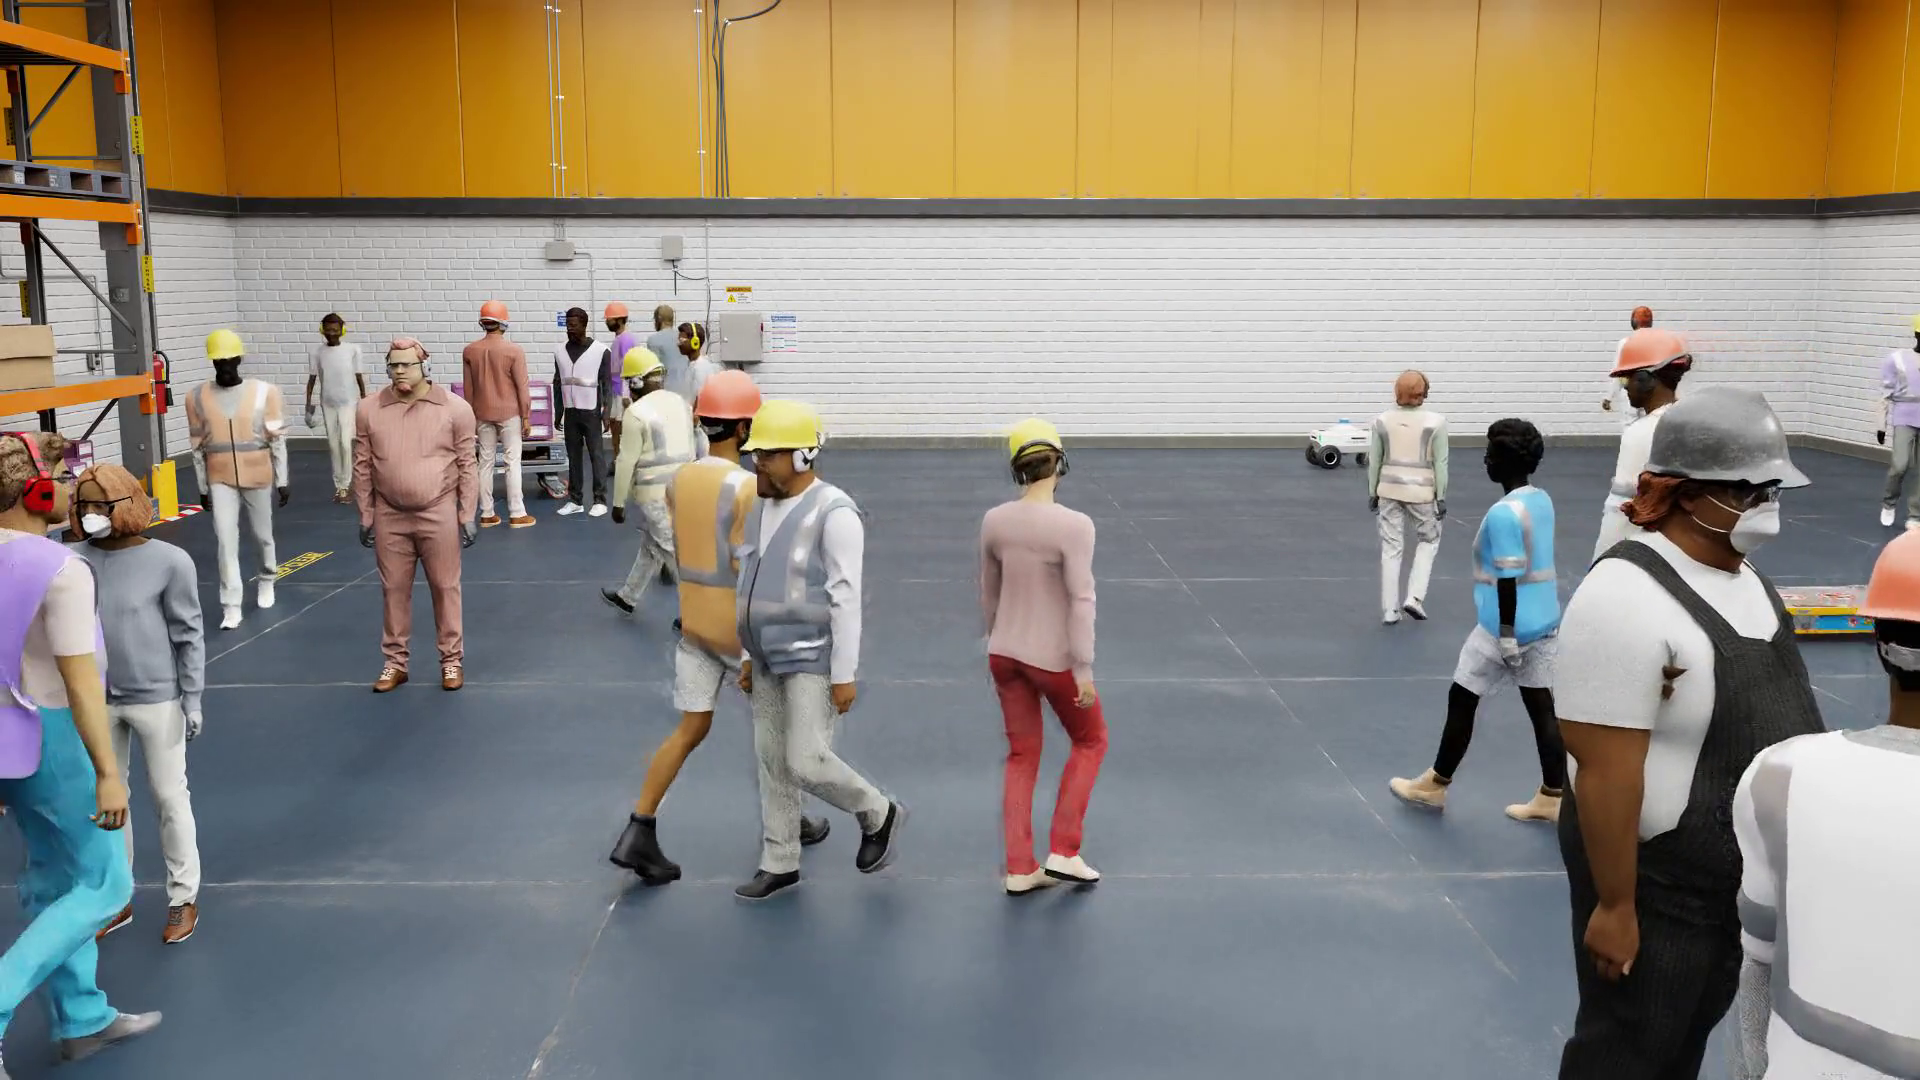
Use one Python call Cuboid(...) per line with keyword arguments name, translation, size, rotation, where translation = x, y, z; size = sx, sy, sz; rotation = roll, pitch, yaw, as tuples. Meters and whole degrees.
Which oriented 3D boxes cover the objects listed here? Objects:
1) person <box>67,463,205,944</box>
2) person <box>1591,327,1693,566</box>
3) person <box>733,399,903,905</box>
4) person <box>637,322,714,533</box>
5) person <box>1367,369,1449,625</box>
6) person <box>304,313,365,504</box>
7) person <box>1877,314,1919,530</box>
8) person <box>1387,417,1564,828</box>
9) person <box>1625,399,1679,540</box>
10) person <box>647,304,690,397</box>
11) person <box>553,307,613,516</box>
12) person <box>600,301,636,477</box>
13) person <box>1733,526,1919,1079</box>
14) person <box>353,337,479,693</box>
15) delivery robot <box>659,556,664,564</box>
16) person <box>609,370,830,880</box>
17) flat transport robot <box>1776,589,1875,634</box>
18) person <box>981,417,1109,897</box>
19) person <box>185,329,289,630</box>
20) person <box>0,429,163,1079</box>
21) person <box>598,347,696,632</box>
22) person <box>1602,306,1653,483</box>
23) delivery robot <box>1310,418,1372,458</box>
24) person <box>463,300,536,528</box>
Cuboid(name="person", translation=(-2.790, 0.551, 5.577), size=(0.507, 1.632, 0.264), rotation=(0, 9, -1))
Cuboid(name="person", translation=(2.926, 0.115, 7.077), size=(0.645, 2.011, 0.636), rotation=(9, 13, 43))
Cuboid(name="person", translation=(-0.540, 0.396, 5.967), size=(0.545, 1.820, 0.594), rotation=(-8, 12, -41))
Cuboid(name="person", translation=(-2.267, -0.912, 13.980), size=(0.887, 1.825, 0.553), rotation=(-2, 10, -14))
Cuboid(name="person", translation=(2.846, -0.266, 10.591), size=(0.536, 1.629, 0.396), rotation=(6, 11, 33))
Cuboid(name="person", translation=(-6.039, -1.260, 16.049), size=(0.578, 1.836, 0.727), rotation=(-1, 9, -7))
Cuboid(name="person", translation=(8.223, -1.003, 14.270), size=(0.599, 1.911, 0.431), rotation=(2, 10, 13))
Cuboid(name="person", translation=(2.170, 0.331, 6.835), size=(0.799, 1.666, 0.542), rotation=(8, 12, 41))
Cuboid(name="person", translation=(3.181, 0.211, 7.472), size=(0.540, 1.695, 0.317), rotation=(0, 9, -1))
Cuboid(name="person", translation=(-2.926, -1.459, 17.078), size=(0.598, 1.911, 0.651), rotation=(6, 11, 31))
Cuboid(name="person", translation=(-3.463, -1.178, 15.308), size=(0.591, 1.917, 0.379), rotation=(3, 10, 20))
Cuboid(name="person", translation=(-3.613, -1.631, 18.095), size=(0.657, 1.916, 0.557), rotation=(-4, 10, -22))
Cuboid(name="person", translation=(1.418, 0.916, 2.473), size=(0.426, 1.916, 0.568), rotation=(-5, 11, -29))
Cuboid(name="person", translation=(-2.913, -0.128, 8.910), size=(0.644, 1.907, 0.400), rotation=(-1, 9, -4))
Cuboid(name="delivery robot", translation=(-1.856, -0.006, 12.008), size=(0.707, 0.478, 0.477), rotation=(-1, 9, -8))
Cuboid(name="person", translation=(-0.921, 0.318, 6.211), size=(0.560, 1.903, 0.949), rotation=(8, 13, 42))
Cuboid(name="flat transport robot", translation=(5.395, 0.445, 10.393), size=(1.431, 0.197, 0.652), rotation=(0, 9, -1))
Cuboid(name="person", translation=(0.323, 0.427, 6.029), size=(0.562, 1.727, 0.486), rotation=(9, 13, 44))
Cuboid(name="person", translation=(-4.663, -0.426, 10.794), size=(0.594, 1.899, 0.925), rotation=(-3, 10, -15))
Cuboid(name="person", translation=(-2.556, 0.614, 4.577), size=(0.579, 1.832, 0.604), rotation=(6, 11, 32))
Cuboid(name="person", translation=(-1.964, -0.310, 10.420), size=(0.948, 1.771, 0.603), rotation=(4, 10, 26))
Cuboid(name="person", translation=(7.083, -1.503, 17.431), size=(0.596, 1.883, 0.410), rotation=(-3, 10, -15))
Cuboid(name="delivery robot", translation=(4.384, -1.147, 19.004), size=(0.707, 0.478, 0.477), rotation=(-1, 9, -6))
Cuboid(name="person", translation=(-4.033, -1.094, 14.555), size=(0.613, 1.997, 0.374), rotation=(2, 9, 12))
